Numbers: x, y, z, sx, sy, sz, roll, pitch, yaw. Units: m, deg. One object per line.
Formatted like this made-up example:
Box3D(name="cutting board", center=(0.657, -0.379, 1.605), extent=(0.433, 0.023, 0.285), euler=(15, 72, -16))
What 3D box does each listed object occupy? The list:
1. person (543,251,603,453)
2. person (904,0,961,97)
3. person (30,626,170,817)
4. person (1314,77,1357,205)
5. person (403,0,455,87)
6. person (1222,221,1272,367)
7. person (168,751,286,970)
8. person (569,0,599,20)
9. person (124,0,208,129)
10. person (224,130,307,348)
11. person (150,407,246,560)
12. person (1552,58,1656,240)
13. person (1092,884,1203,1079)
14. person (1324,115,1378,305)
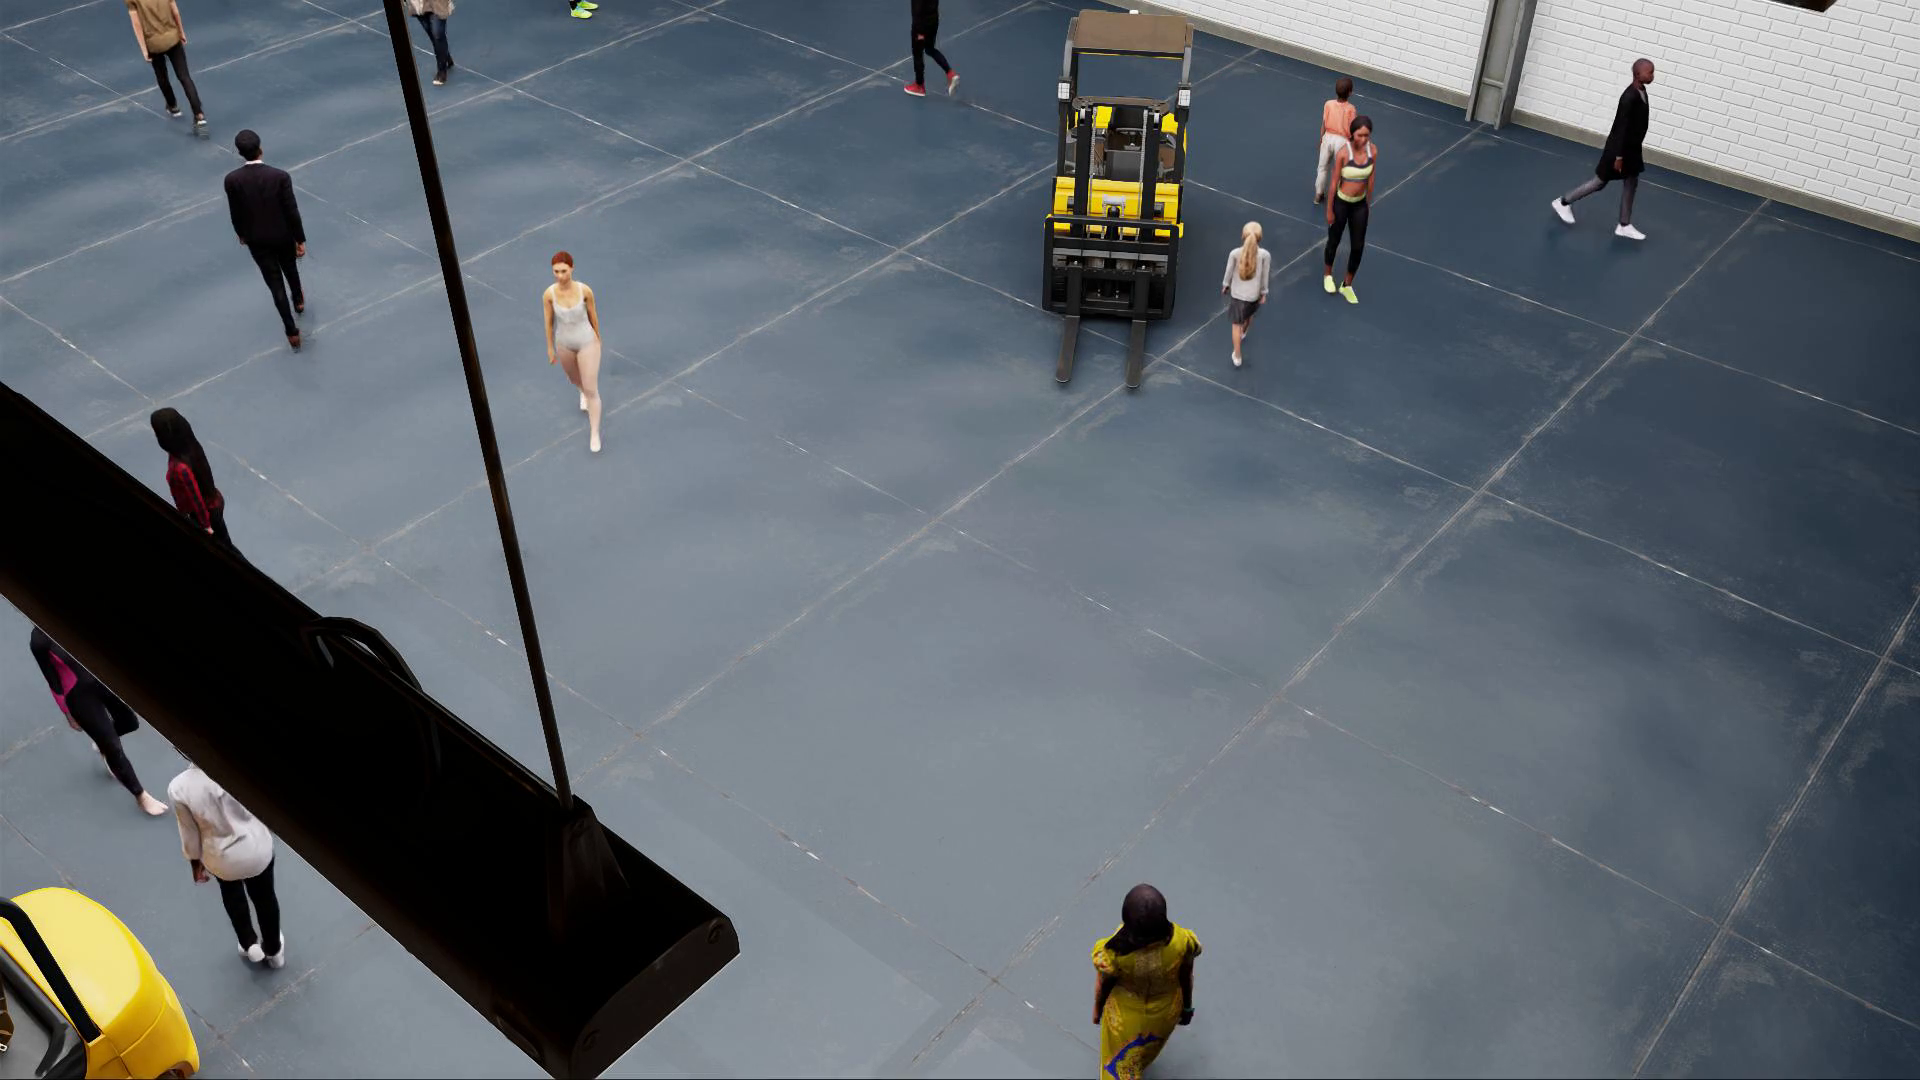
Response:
Box3D(name="person", center=(-3.022, -1.574, 13.128), extent=(1.004, 1.606, 1.088), euler=(-3, 39, -4))
Box3D(name="person", center=(-0.304, -5.609, 18.143), extent=(0.939, 1.654, 0.650), euler=(22, 44, 25))
Box3D(name="person", center=(-5.212, 0.892, 9.940), extent=(0.952, 1.731, 0.673), euler=(19, 42, 22))
Box3D(name="person", center=(3.676, -3.900, 16.277), extent=(0.435, 1.310, 0.578), euler=(22, 43, 25))
Box3D(name="person", center=(-5.908, -6.115, 18.606), extent=(1.039, 1.866, 1.006), euler=(11, 40, 13))
Box3D(name="person", center=(2.409, -2.058, 14.026), extent=(0.885, 1.243, 0.882), euler=(3, 39, 4))
Box3D(name="person", center=(-3.859, 1.682, 8.903), extent=(0.755, 1.792, 0.769), euler=(-21, 43, -24))
Box3D(name="person", center=(-4.715, -7.291, 20.058), extent=(0.791, 1.892, 0.771), euler=(3, 39, 4))
Box3D(name="person", center=(-8.340, -5.196, 17.499), extent=(0.851, 1.811, 1.295), euler=(-26, 46, -29))
Box3D(name="person", center=(-5.865, -2.521, 14.128), extent=(1.076, 1.838, 1.293), euler=(-13, 41, -16))
Box3D(name="person", center=(-5.086, -0.212, 11.396), extent=(0.807, 1.640, 0.746), euler=(-12, 40, -15))
Box3D(name="person", center=(6.146, -3.701, 15.695), extent=(1.148, 1.726, 0.679), euler=(26, 45, 29))
Box3D(name="person", center=(0.915, 2.392, 8.159), extent=(1.243, 1.611, 1.415), euler=(-7, 39, -8))
Box3D(name="person", center=(3.426, -3.004, 14.817), extent=(0.815, 1.733, 0.880), euler=(-4, 39, -6))
